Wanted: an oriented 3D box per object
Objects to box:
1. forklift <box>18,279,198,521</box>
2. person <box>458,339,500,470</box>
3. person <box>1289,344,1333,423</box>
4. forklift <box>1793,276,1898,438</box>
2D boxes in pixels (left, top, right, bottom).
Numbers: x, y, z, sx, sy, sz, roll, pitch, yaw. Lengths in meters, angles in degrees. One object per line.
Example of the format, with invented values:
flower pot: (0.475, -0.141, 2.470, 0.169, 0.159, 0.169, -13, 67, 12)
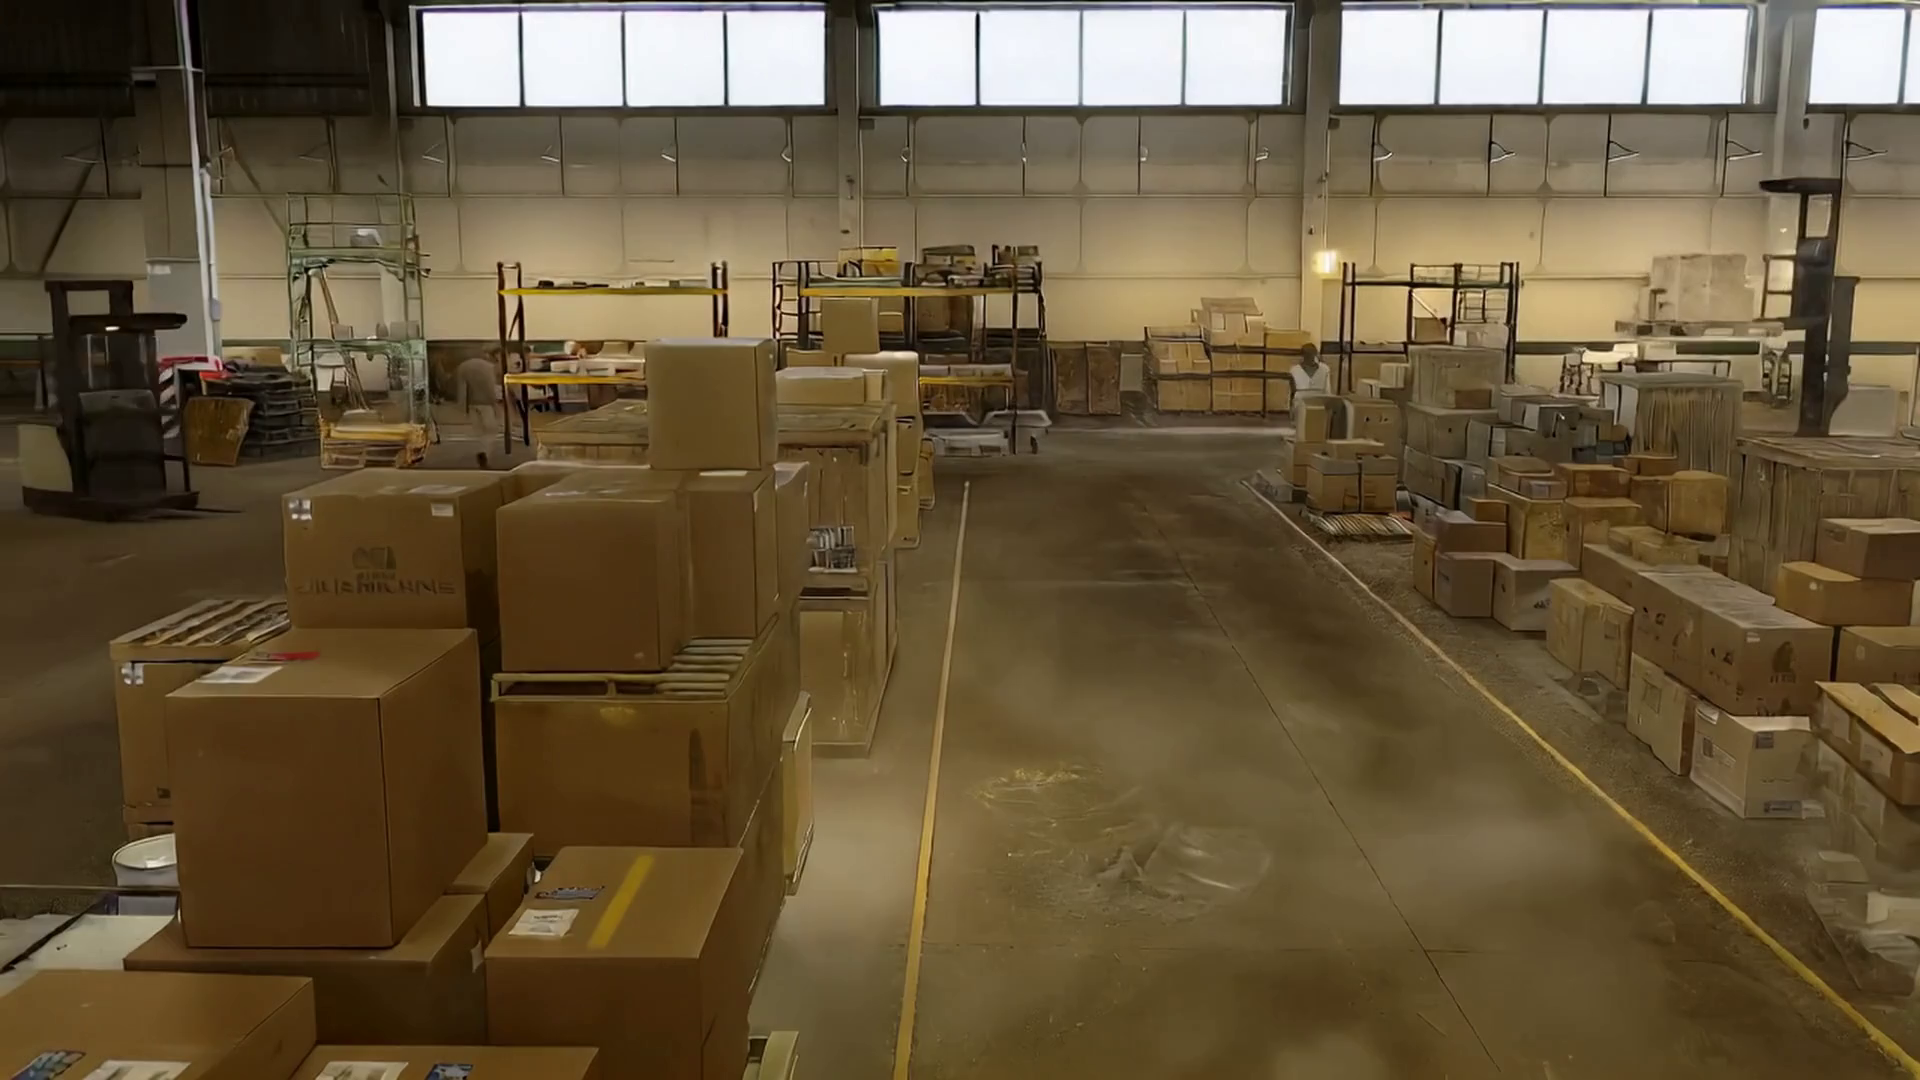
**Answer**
forklift: (-10.354, -1.729, 19.991, 1.873, 2.768, 1.129, 5, 11, 29)
person: (-6.973, -1.955, 24.185, 0.648, 1.926, 0.446, 3, 10, 19)
person: (4.990, -1.836, 23.661, 0.613, 1.871, 0.958, 1, 10, 8)
forklift: (13.751, -2.794, 26.372, 1.873, 2.768, 1.129, 0, 9, 1)
